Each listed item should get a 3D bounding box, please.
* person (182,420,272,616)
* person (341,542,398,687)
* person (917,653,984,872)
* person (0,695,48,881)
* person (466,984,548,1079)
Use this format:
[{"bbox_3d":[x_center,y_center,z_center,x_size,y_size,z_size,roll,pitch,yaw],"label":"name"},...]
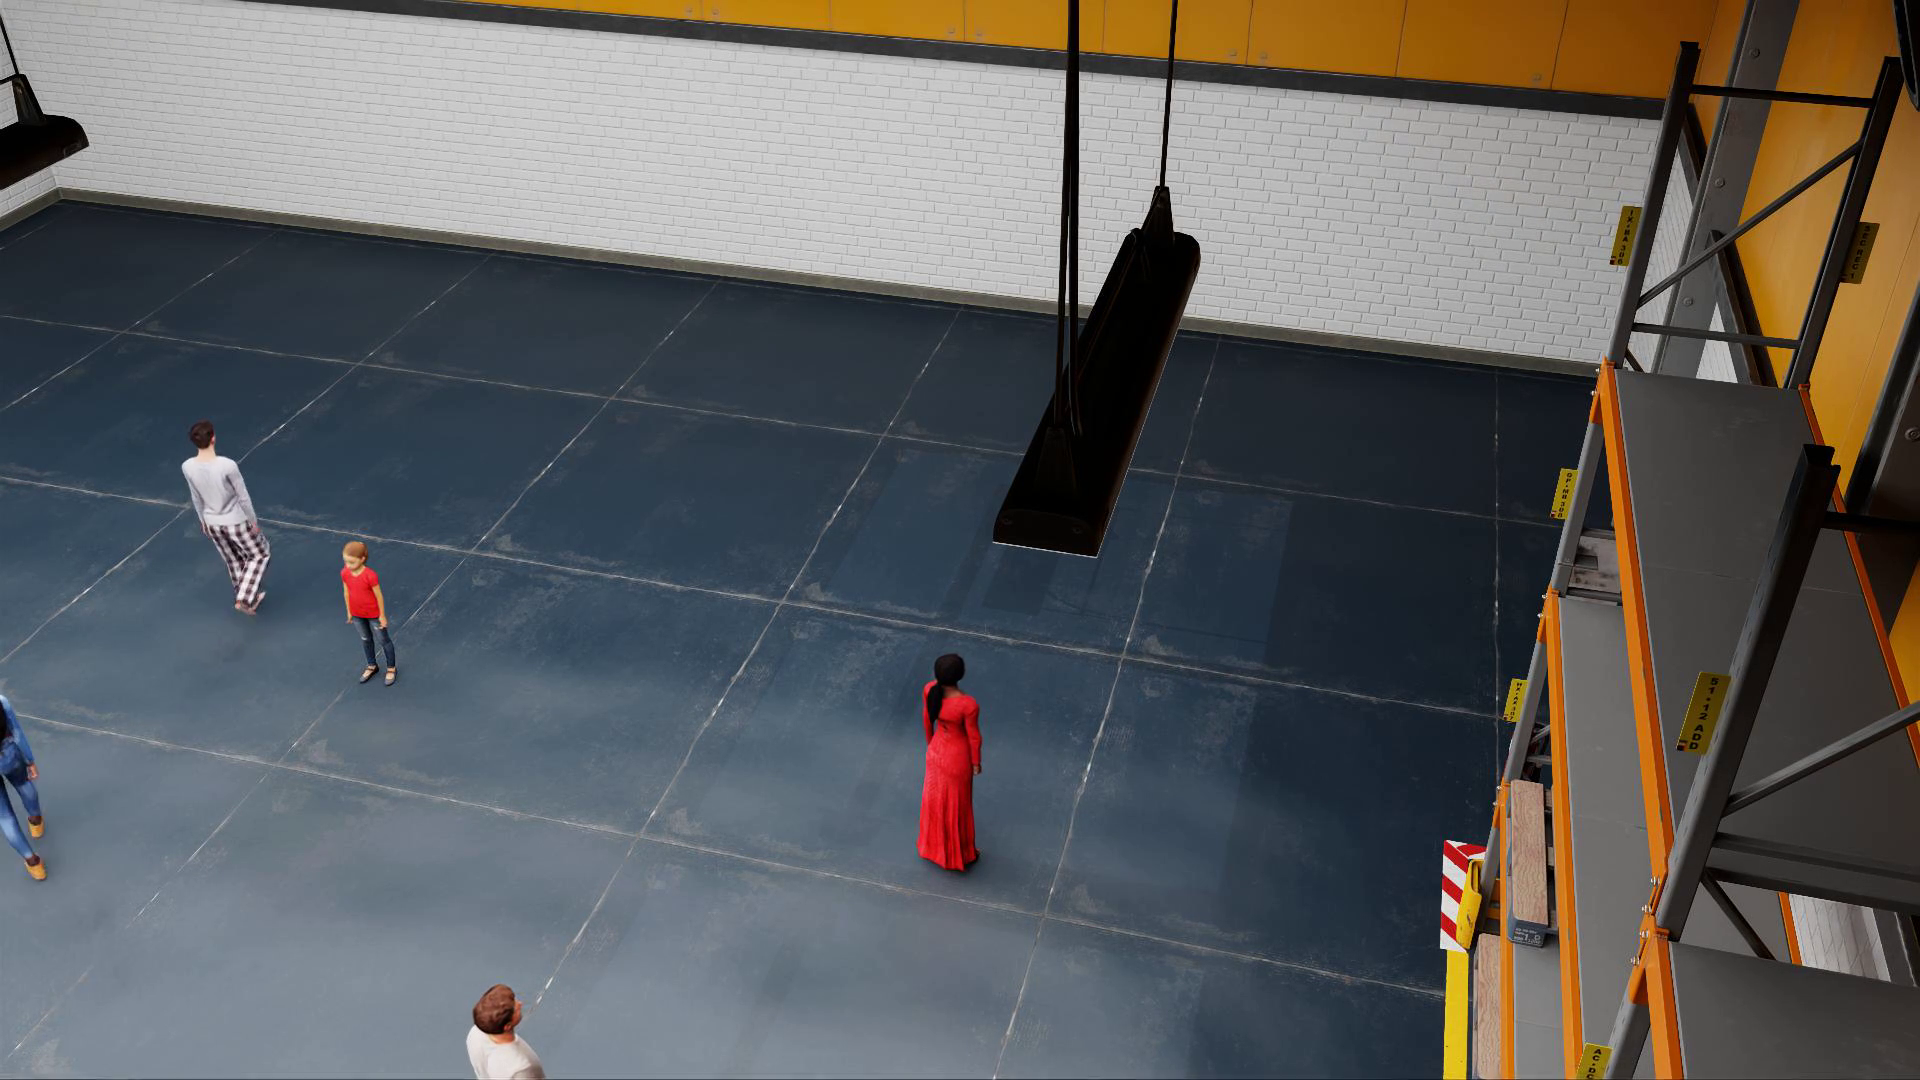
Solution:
[{"bbox_3d":[-6.076,-0.113,13.763,0.720,1.837,0.841,2,34,3],"label":"person"},{"bbox_3d":[-4.704,0.562,13.224,0.476,1.310,0.484,7,34,11],"label":"person"},{"bbox_3d":[-0.077,1.509,11.371,0.720,1.783,0.737,23,40,31],"label":"person"},{"bbox_3d":[-6.508,1.618,11.293,0.982,1.687,0.983,-25,41,-33],"label":"person"},{"bbox_3d":[-2.348,3.086,8.888,0.752,1.905,0.742,26,42,33],"label":"person"}]
